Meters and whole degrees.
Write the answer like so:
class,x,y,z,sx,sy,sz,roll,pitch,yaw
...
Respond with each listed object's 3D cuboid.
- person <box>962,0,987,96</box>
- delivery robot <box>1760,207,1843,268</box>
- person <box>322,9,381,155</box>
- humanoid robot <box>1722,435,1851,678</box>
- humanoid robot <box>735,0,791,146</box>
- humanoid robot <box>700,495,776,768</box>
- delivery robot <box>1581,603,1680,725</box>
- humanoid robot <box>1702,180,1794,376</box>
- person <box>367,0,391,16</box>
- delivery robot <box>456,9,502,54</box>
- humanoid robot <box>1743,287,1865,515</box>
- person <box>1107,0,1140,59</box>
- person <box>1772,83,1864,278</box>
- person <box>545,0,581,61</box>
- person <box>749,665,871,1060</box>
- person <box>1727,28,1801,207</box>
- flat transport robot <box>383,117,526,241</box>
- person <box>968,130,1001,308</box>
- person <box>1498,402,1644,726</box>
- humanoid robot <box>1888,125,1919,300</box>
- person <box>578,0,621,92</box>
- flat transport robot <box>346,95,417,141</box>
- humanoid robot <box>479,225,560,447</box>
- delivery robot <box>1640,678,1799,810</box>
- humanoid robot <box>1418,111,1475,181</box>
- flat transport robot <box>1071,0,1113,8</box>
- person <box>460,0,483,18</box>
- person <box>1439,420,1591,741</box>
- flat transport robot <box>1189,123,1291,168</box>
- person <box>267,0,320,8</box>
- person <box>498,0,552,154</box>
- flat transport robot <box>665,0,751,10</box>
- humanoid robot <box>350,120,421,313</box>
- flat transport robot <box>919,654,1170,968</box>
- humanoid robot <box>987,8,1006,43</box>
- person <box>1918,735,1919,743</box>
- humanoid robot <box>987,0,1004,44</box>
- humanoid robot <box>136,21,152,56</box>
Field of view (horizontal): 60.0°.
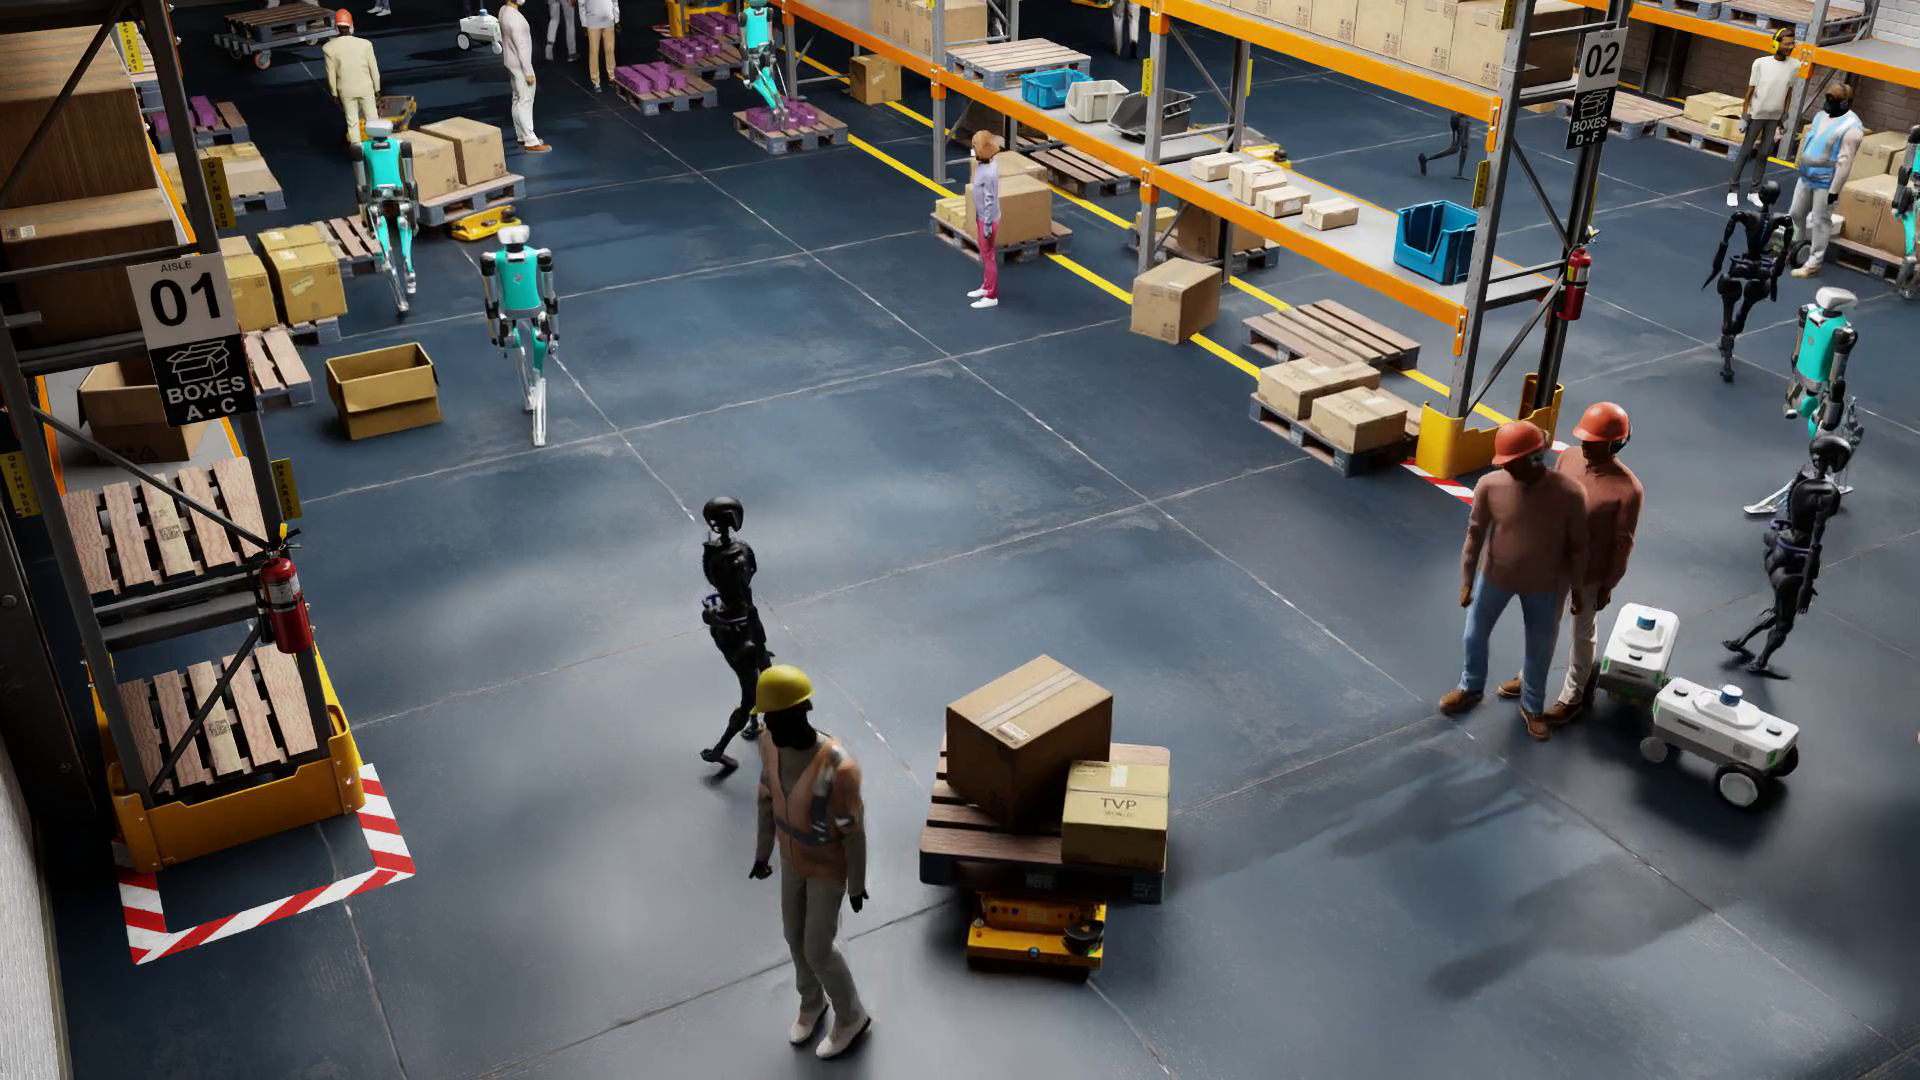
class,x,y,z,sx,sy,sz,roll,pitch,yaw
person,0.142,-6.720,21.466,0.405,1.905,0.651,-6,30,-11
delivery robot,8.293,-3.019,16.395,0.784,0.612,0.503,-13,32,-22
person,-6.828,-5.093,18.783,0.563,1.752,0.334,-9,31,-15
humanoid robot,4.908,0.101,9.833,0.368,1.639,0.594,5,30,8
humanoid robot,-2.192,-5.366,19.385,0.713,1.907,0.540,22,37,33
humanoid robot,-1.251,0.499,9.144,0.582,1.650,0.585,-16,33,-25
delivery robot,4.033,0.700,9.899,0.499,0.589,0.790,15,33,25
humanoid robot,6.560,-2.193,13.881,0.585,1.640,0.791,6,30,10
person,-9.033,-8.906,25.540,0.285,1.633,0.500,-21,36,-32
delivery robot,-6.790,-7.273,23.787,0.802,0.598,0.499,14,33,23
humanoid robot,6.143,-0.930,11.605,1.029,1.761,0.537,-4,30,-7
person,2.321,-7.631,23.087,0.581,1.870,0.712,0,30,0
person,8.157,-3.407,15.771,0.432,1.833,0.628,-5,30,-9
person,-5.531,-7.556,22.888,0.506,1.934,0.590,7,31,12
person,-0.672,1.423,7.317,0.639,1.872,0.460,24,38,35
person,8.495,-4.449,17.543,0.517,1.876,0.326,1,30,1
flat transport robot,-5.304,-3.426,17.374,1.431,0.231,0.659,22,36,33
person,0.228,-2.921,15.132,0.283,1.628,0.503,-4,30,-7
person,3.502,0.126,9.461,0.376,1.994,0.610,-16,33,-25
humanoid robot,8.844,-2.989,15.182,0.531,1.835,0.702,2,30,3
person,-4.687,-6.763,21.691,0.558,1.751,0.324,-20,35,-30
flat transport robot,-7.110,-5.202,20.466,0.659,0.231,1.431,-5,30,-8
humanoid robot,-3.376,-1.679,12.914,0.535,1.770,1.025,-7,31,-12
delivery robot,4.227,1.069,9.234,0.739,0.566,0.499,26,39,38
humanoid robot,5.476,-4.787,18.350,0.634,1.637,0.599,11,32,19
flat transport robot,2.498,-8.749,26.641,1.431,0.231,0.659,-26,39,-37
person,-7.372,-8.590,24.809,0.574,1.828,0.434,-12,32,-20
person,3.154,0.224,9.342,0.682,1.950,0.375,10,31,17
flat transport robot,3.235,-4.600,19.417,0.659,0.231,1.431,-9,31,-16
person,-9.981,-8.490,24.695,1.040,1.775,0.664,0,30,0
person,-5.077,-5.468,19.255,0.373,1.940,0.630,-15,33,-25
flat transport robot,-3.882,-8.546,26.287,1.431,0.231,0.659,-12,32,-19
humanoid robot,-5.072,-2.840,14.867,0.548,1.733,0.985,-10,31,-17
flat transport robot,0.448,1.618,8.592,0.659,0.231,1.431,4,30,7
humanoid robot,0.471,-8.061,23.998,0.876,1.807,0.530,22,36,33
person,5.753,0.350,9.116,0.616,1.950,0.379,20,35,30
humanoid robot,0.387,-7.678,23.352,0.589,1.651,0.321,-22,36,-33
humanoid robot,-10.901,-6.882,21.975,0.386,1.641,0.611,23,37,34
